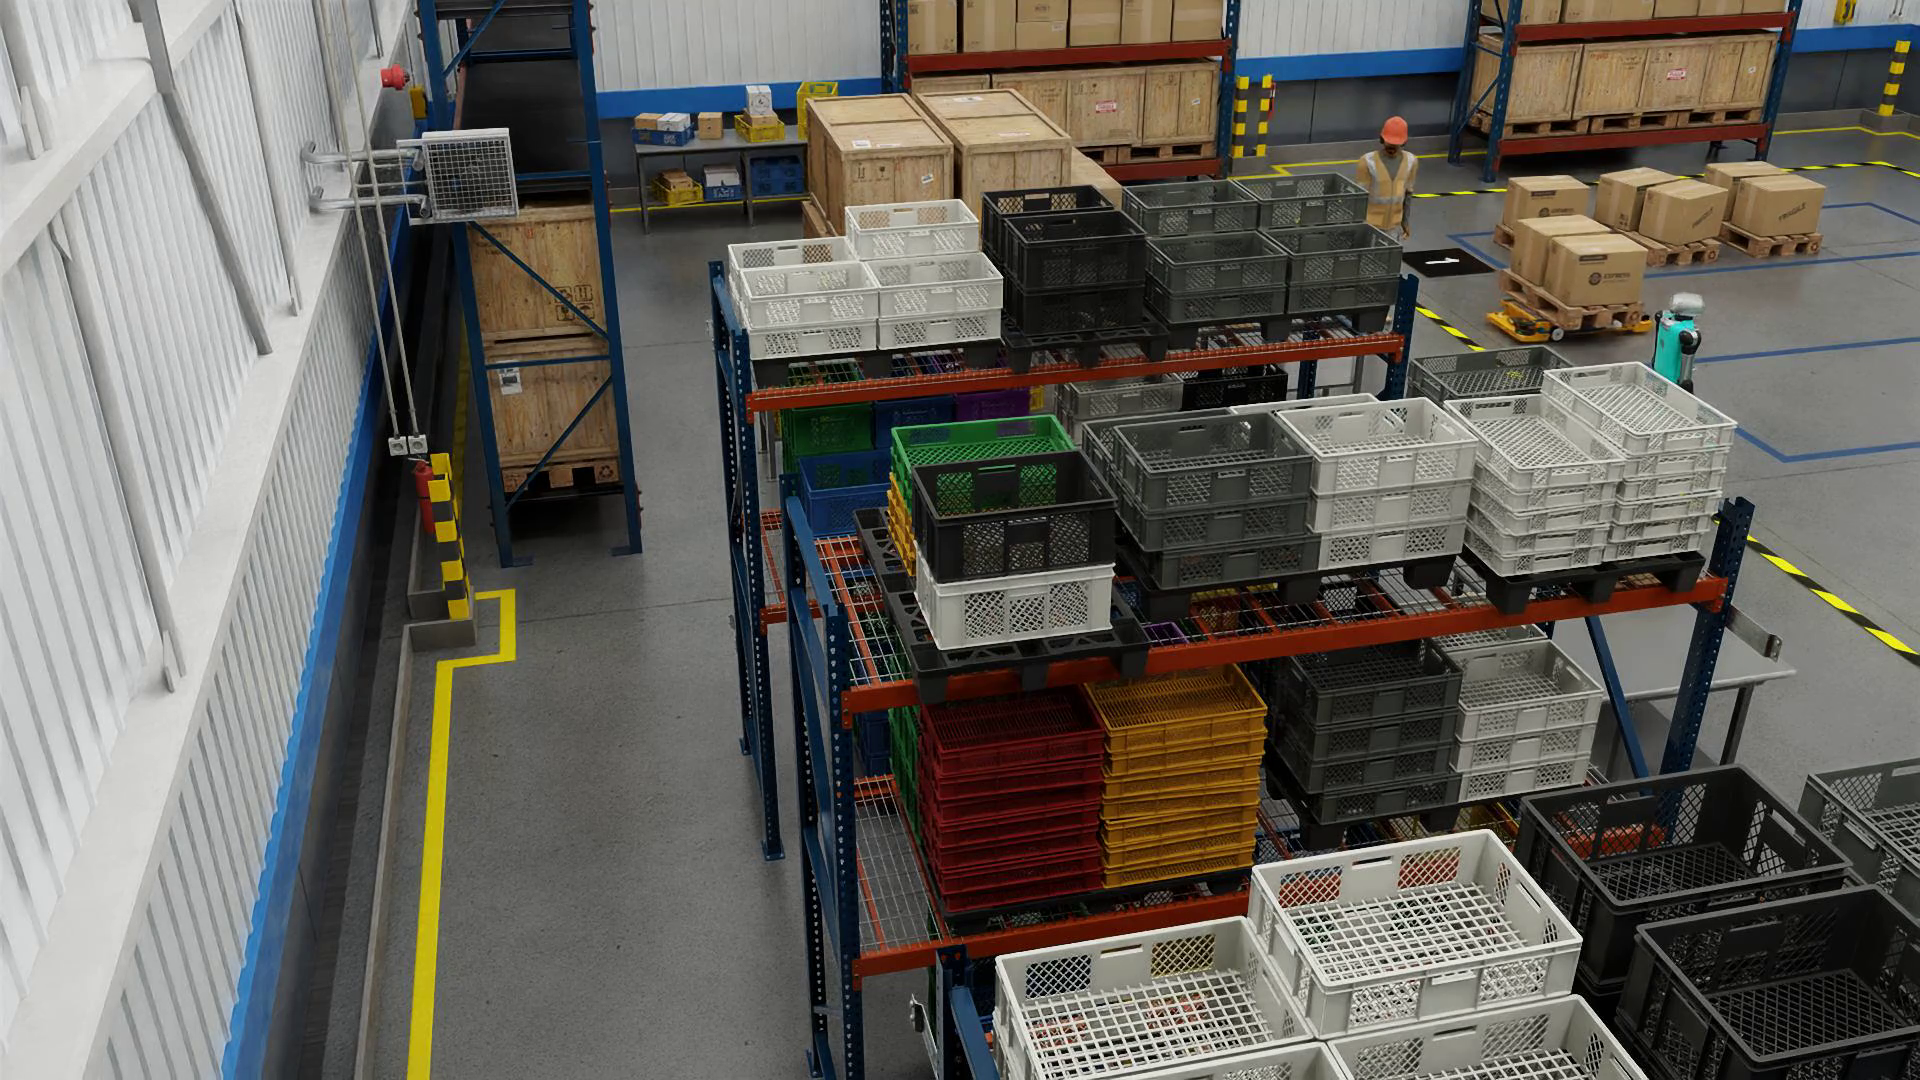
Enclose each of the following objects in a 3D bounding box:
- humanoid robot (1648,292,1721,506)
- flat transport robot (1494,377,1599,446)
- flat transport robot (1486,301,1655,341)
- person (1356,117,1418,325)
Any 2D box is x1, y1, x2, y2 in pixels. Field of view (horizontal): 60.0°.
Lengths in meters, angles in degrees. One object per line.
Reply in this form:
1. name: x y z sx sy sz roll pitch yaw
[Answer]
1. humanoid robot: 5.402 -1.006 12.240 0.735 1.673 0.533 -2 28 -3
2. flat transport robot: 4.780 -1.036 14.013 0.659 0.231 1.431 -6 28 -12
3. flat transport robot: 5.931 -2.181 16.155 1.431 0.197 0.652 -6 28 -12
4. person: 4.051 -3.041 15.926 0.607 2.034 0.400 -6 28 -11
